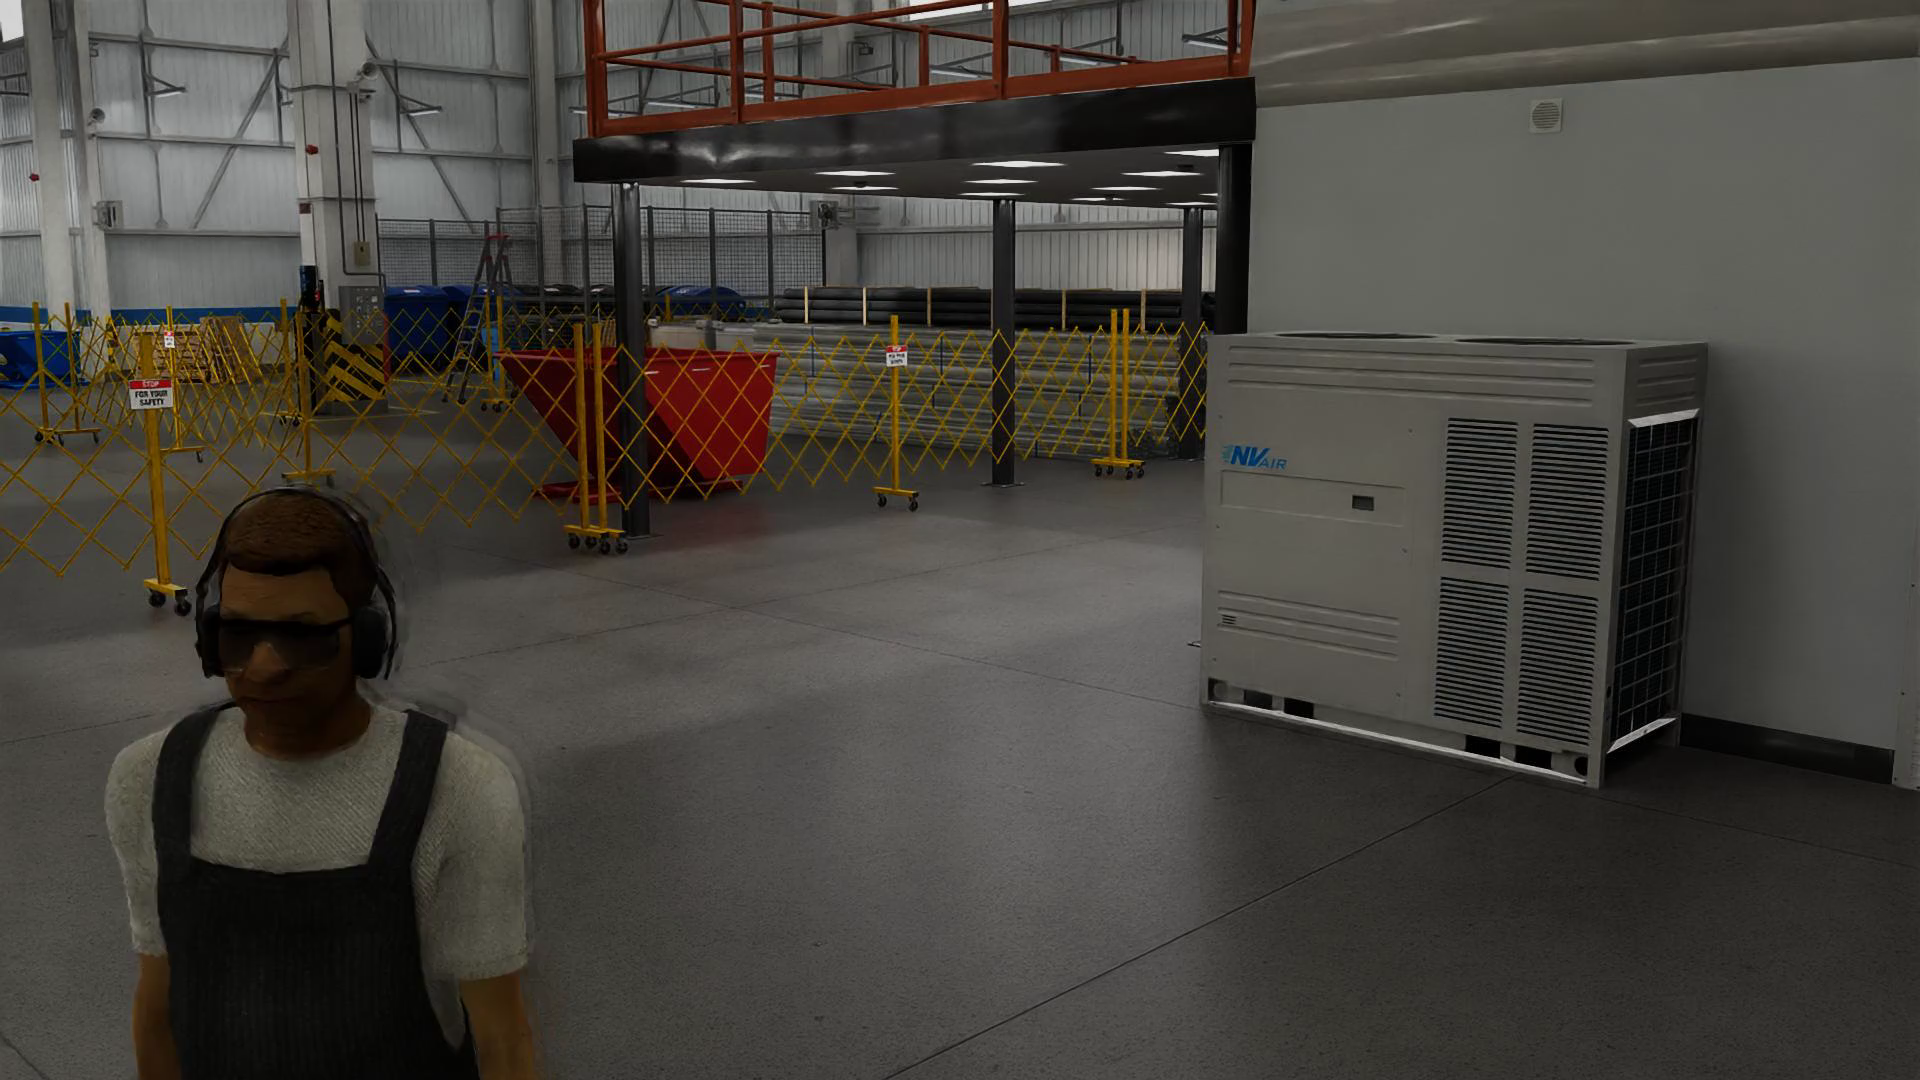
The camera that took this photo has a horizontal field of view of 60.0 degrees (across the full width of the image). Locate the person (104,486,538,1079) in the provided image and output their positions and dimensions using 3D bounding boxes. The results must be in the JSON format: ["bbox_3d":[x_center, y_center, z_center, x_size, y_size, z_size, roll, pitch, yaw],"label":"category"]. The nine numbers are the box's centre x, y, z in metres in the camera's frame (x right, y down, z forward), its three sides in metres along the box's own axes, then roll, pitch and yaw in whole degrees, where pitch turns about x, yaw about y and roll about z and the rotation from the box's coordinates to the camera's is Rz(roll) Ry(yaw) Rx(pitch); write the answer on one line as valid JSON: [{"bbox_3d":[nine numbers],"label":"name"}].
[{"bbox_3d":[-0.777,0.850,1.993,0.529,1.816,0.744,0,9,-2],"label":"person"}]
